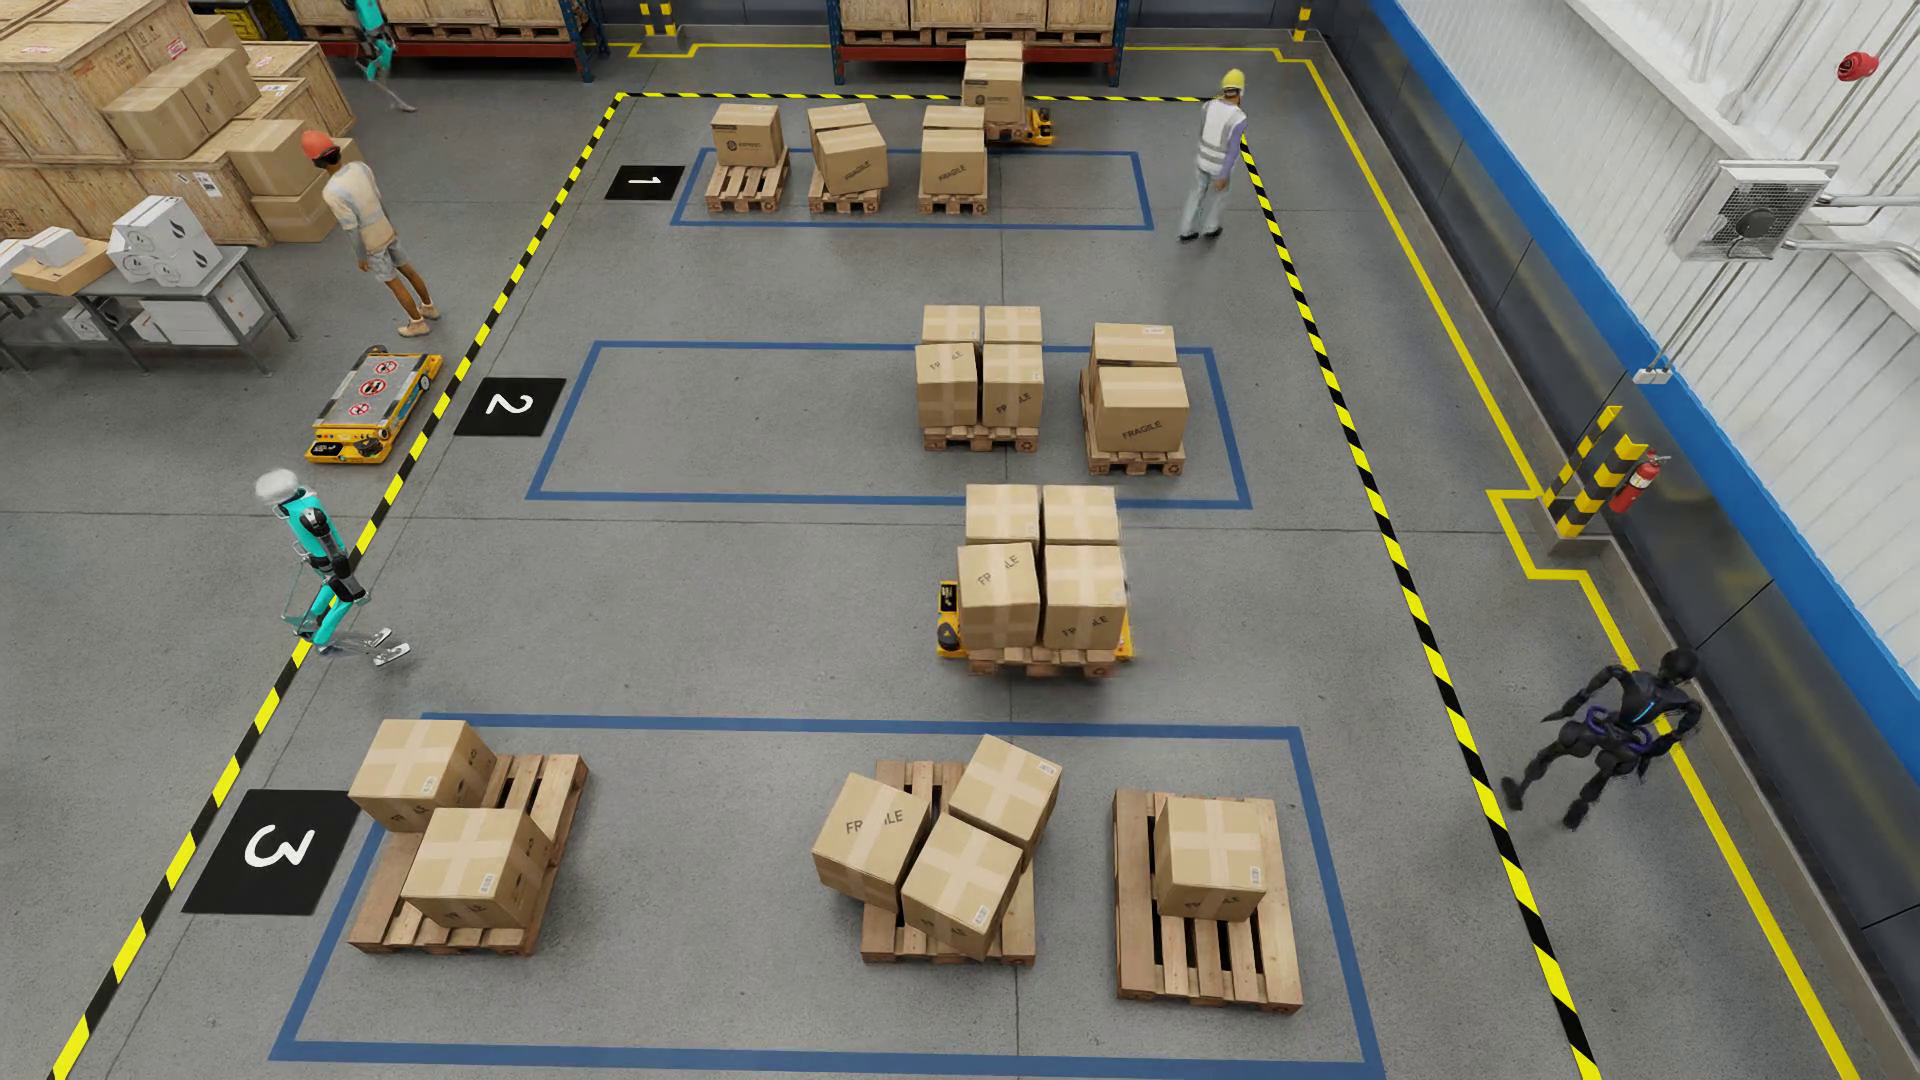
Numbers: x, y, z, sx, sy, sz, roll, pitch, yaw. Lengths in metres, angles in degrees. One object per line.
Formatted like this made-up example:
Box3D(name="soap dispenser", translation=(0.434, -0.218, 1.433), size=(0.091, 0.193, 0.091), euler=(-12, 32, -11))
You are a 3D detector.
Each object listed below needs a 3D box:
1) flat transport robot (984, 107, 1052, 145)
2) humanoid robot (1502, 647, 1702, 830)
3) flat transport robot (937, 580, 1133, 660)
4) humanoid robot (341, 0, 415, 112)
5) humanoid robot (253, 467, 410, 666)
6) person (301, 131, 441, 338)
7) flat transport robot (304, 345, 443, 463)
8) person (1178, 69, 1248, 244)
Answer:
Box3D(name="flat transport robot", translation=(0.464, -5.392, 11.912), size=(1.431, 0.197, 0.652), euler=(1, 50, 1))
Box3D(name="humanoid robot", translation=(3.828, 1.190, 5.438), size=(0.590, 1.636, 0.389), euler=(27, 55, 21))
Box3D(name="flat transport robot", translation=(0.551, 0.564, 6.872), size=(1.431, 0.197, 0.652), euler=(1, 50, 1))
Box3D(name="humanoid robot", translation=(-7.612, -6.316, 11.810), size=(0.788, 1.880, 0.566), euler=(12, 51, 10))
Box3D(name="humanoid robot", translation=(-4.295, 0.304, 6.059), size=(0.533, 1.677, 0.735), euler=(34, 57, 25))
Box3D(name="person", translation=(-5.519, -2.827, 8.603), size=(0.390, 2.037, 0.604), euler=(5, 50, 4))
Box3D(name="flat transport robot", translation=(-5.383, -1.269, 8.441), size=(0.659, 0.231, 1.431), euler=(1, 50, 1))
Box3D(name="person", translation=(2.719, -4.039, 9.787), size=(0.672, 1.788, 0.609), euler=(-32, 57, -24))
